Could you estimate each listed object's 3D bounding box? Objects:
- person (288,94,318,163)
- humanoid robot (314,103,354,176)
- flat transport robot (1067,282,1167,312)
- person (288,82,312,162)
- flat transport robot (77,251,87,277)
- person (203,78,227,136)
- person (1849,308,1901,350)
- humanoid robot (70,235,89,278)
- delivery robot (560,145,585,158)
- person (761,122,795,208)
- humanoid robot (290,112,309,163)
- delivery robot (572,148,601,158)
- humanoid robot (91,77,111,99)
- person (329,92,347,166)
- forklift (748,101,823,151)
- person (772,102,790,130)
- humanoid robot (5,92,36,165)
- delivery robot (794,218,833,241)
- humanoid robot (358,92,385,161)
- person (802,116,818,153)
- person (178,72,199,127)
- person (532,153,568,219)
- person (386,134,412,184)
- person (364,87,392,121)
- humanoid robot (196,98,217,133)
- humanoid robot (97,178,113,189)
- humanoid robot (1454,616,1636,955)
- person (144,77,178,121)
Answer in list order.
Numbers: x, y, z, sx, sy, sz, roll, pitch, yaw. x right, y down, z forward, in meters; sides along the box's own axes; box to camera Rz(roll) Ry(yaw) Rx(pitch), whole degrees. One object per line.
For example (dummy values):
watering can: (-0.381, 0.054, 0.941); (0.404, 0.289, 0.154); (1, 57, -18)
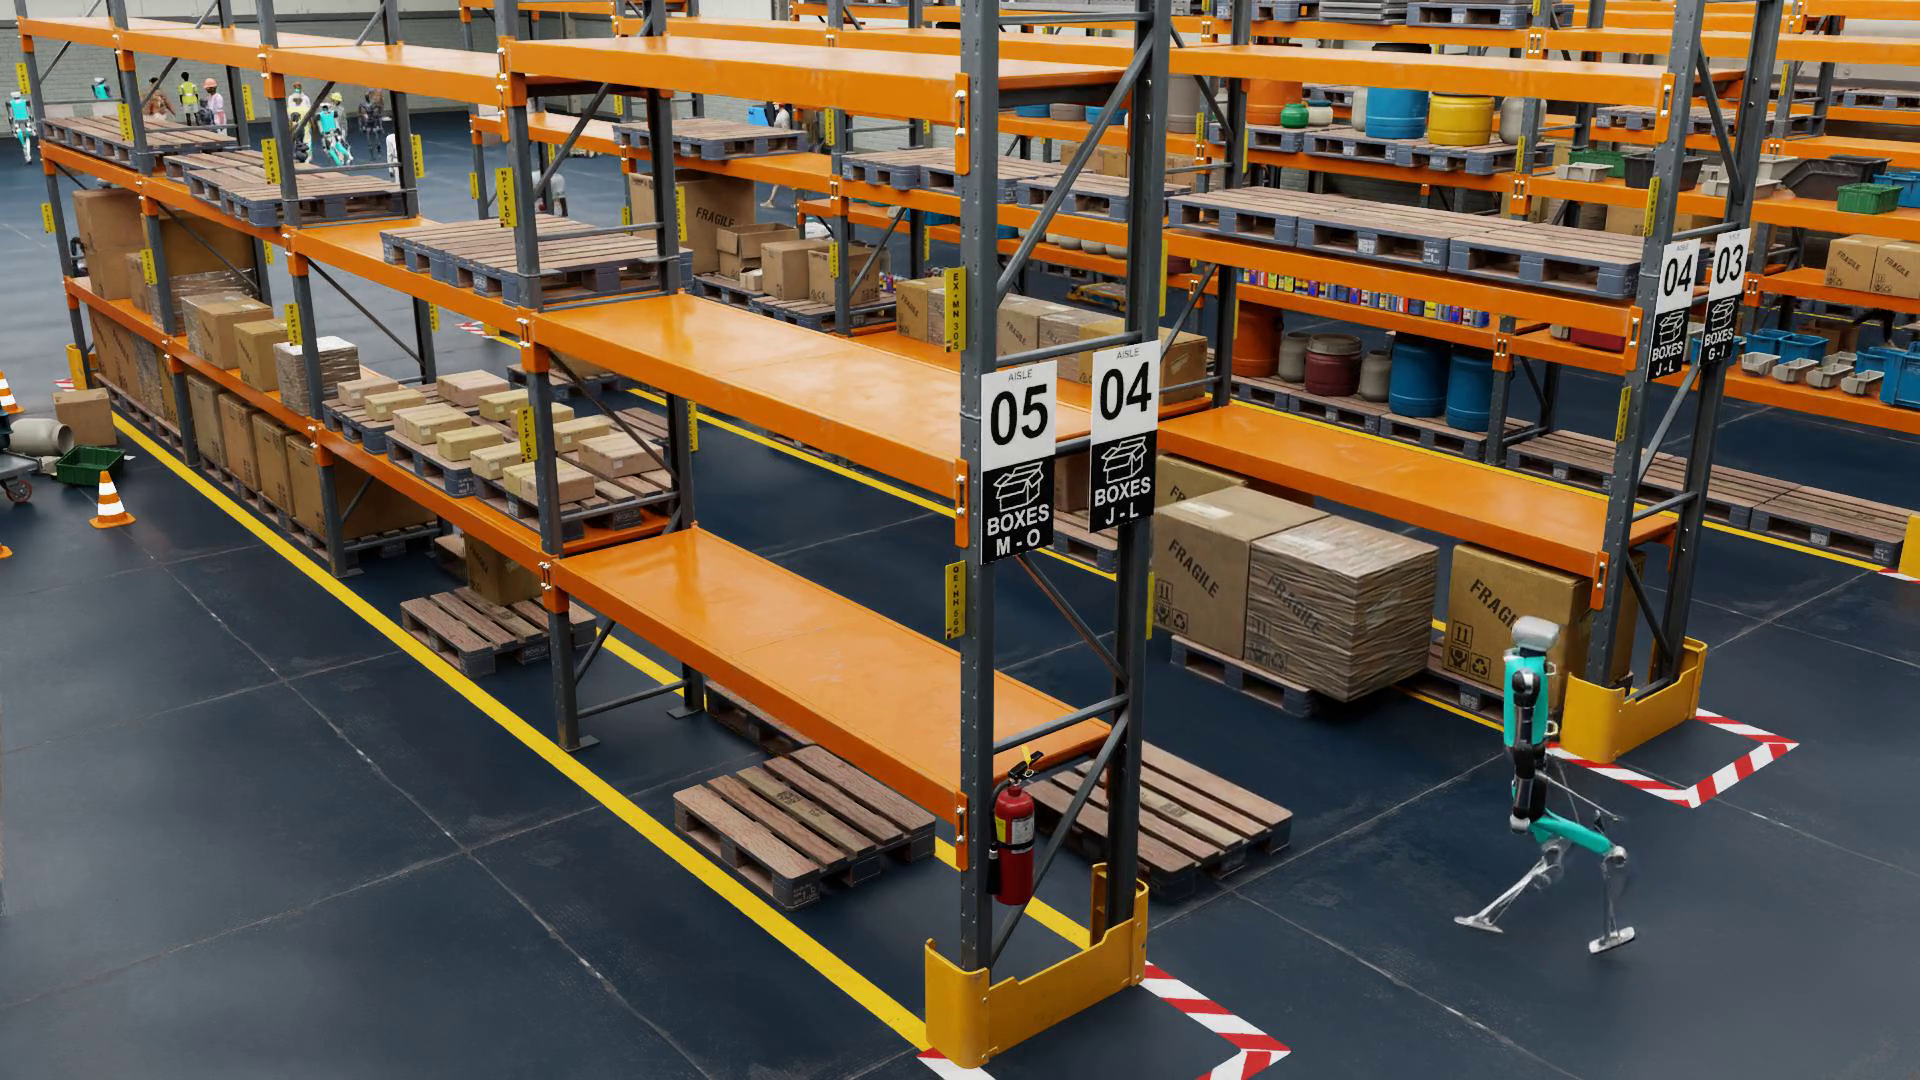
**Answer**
person: (-14.839, -9.147, 37.610); (0.518, 1.839, 1.014); (-2, 19, -5)
humanoid robot: (-13.607, -8.624, 36.283); (1.010, 1.734, 0.559); (14, 24, 35)
flat transport robot: (2.246, -3.479, 23.838); (0.659, 0.231, 1.431); (-14, 24, -34)
person: (-15.985, -10.114, 40.286); (0.498, 1.887, 0.823); (-3, 20, -9)
flat transport robot: (-12.368, -3.771, 24.668); (0.659, 0.231, 1.431); (16, 25, 38)
person: (-17.636, -9.905, 39.479); (0.398, 2.035, 0.598); (-18, 26, -41)
person: (11.630, -3.226, 20.998); (0.764, 1.672, 0.531); (17, 26, 40)
humanoid robot: (-11.145, -3.365, 21.391); (0.337, 1.651, 0.592); (11, 22, 29)
delivery robot: (-9.695, -9.804, 41.381); (0.499, 0.577, 0.769); (-12, 23, -31)
person: (-3.497, -7.397, 32.843); (0.934, 1.691, 0.489); (3, 20, 8)
humanoid robot: (-13.969, -8.221, 35.212); (0.341, 1.649, 0.583); (-2, 19, -5)
delivery robot: (-9.281, -9.800, 41.421); (0.499, 0.611, 0.814); (7, 21, 20)
humanoid robot: (-22.536, -11.424, 44.312); (0.567, 1.804, 0.941); (6, 20, 16)
person: (-14.688, -9.649, 39.159); (0.534, 1.743, 0.509); (-17, 25, -39)
forklift: (-4.526, -11.368, 42.374); (1.129, 2.768, 1.873); (-15, 24, -37)
person: (-3.878, -8.732, 36.352); (0.386, 1.890, 0.560); (-6, 20, -17)
humanoid robot: (-22.271, -9.753, 39.485); (0.560, 1.734, 1.033); (-13, 23, -33)
delivery robot: (-2.503, -5.154, 28.201); (0.803, 0.614, 0.499); (-16, 25, -38)
humanoid robot: (-14.342, -10.088, 40.518); (0.613, 1.639, 0.394); (-3, 20, -8)
person: (-3.406, -8.879, 37.052); (0.825, 1.704, 0.540); (8, 21, 21)
person: (-21.653, -12.286, 46.752); (0.531, 1.692, 0.320); (-12, 23, -32)
person: (-6.363, -5.101, 25.908); (0.626, 1.952, 0.445); (7, 21, 20)
person: (-10.531, -7.035, 31.522); (0.583, 1.882, 0.337); (-3, 20, -9)
person: (-17.656, -13.579, 50.192); (0.860, 1.846, 0.505); (-18, 26, -42)
humanoid robot: (-17.478, -9.415, 38.613); (0.363, 1.650, 0.593); (6, 20, 16)
humanoid robot: (-12.047, -4.418, 24.290); (0.834, 1.761, 0.550); (-9, 21, -24)
humanoid robot: (3.066, 1.262, 8.196); (0.992, 1.779, 0.530); (6, 20, 17)
person: (-20.568, -10.986, 42.873); (0.920, 1.813, 0.813); (6, 20, 17)
